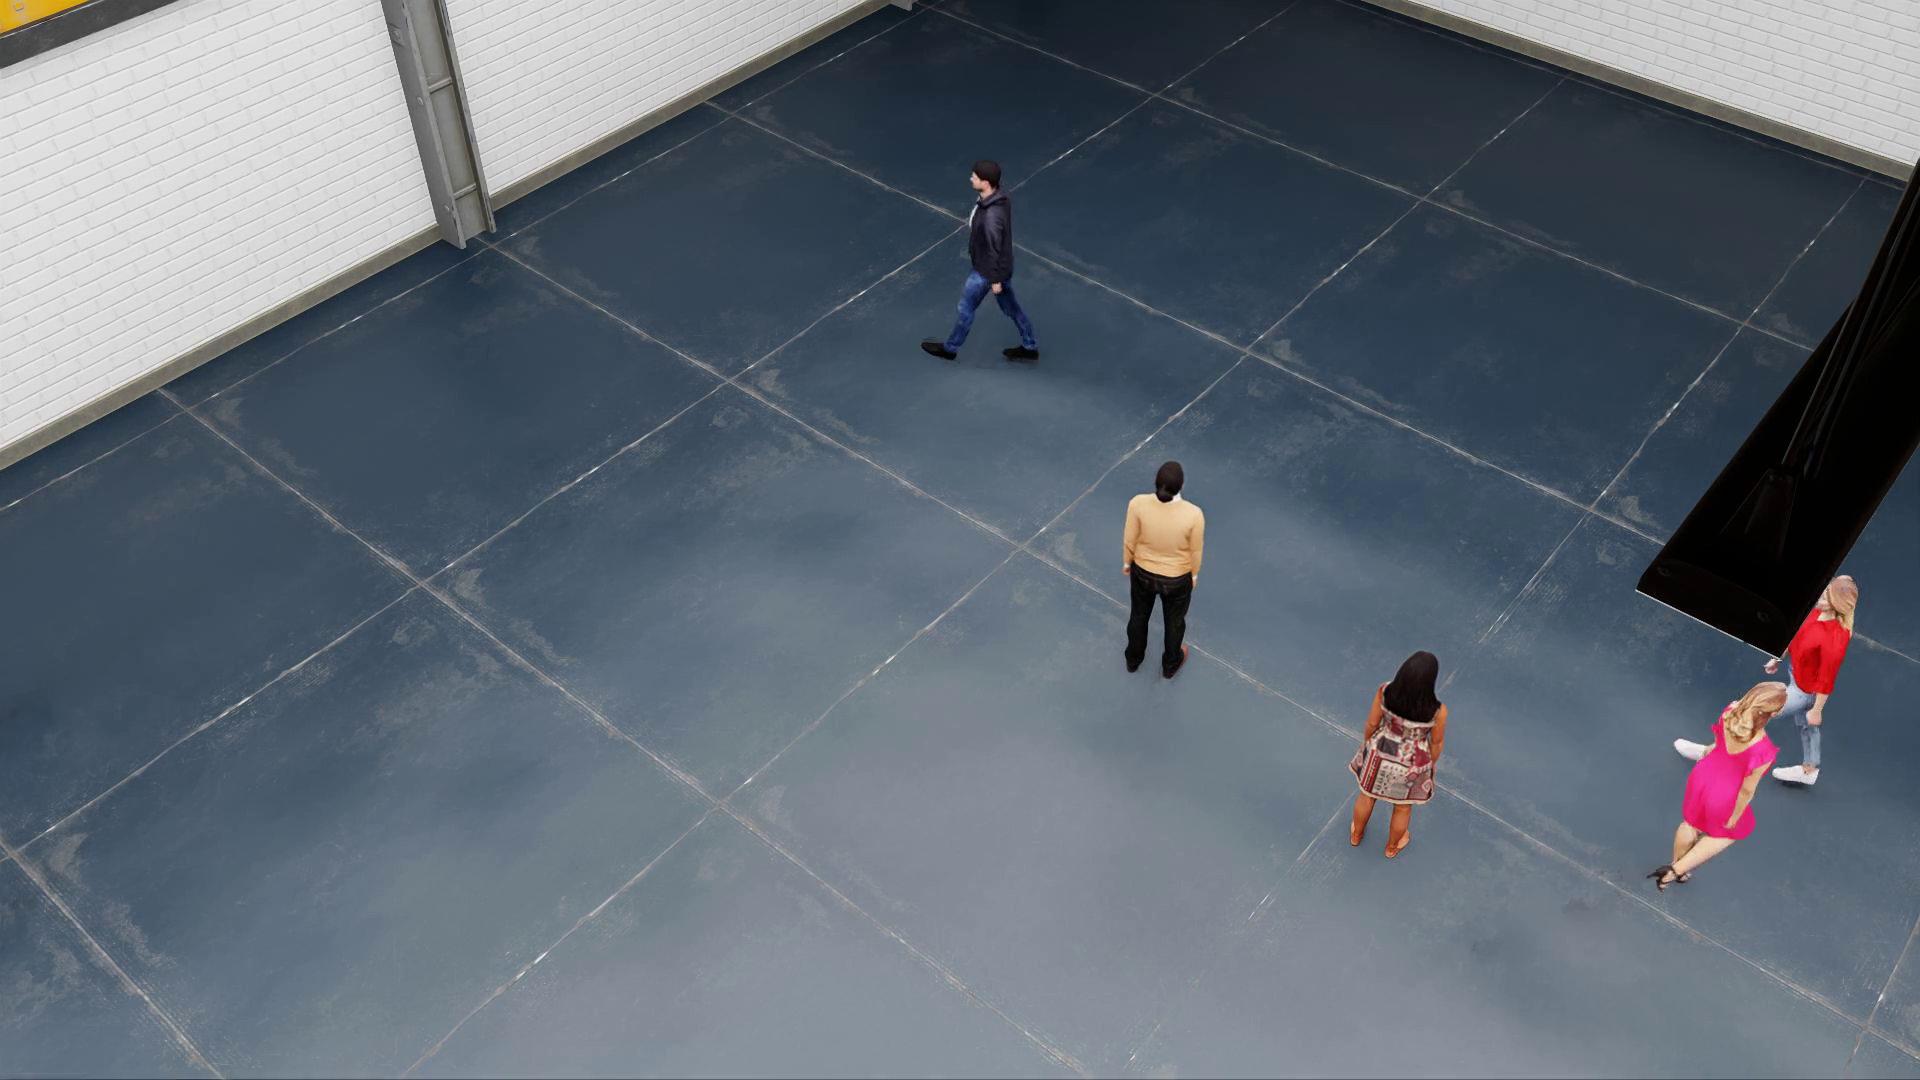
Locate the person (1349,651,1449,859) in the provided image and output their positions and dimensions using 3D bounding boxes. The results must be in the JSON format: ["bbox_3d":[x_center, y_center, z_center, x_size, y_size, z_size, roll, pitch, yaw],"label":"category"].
[{"bbox_3d":[2.504,1.228,9.519,0.697,1.645,0.611,19,47,19],"label":"person"}]

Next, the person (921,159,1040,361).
[{"bbox_3d":[0.331,-2.113,12.882,1.082,1.844,1.216,9,44,9],"label":"person"}]

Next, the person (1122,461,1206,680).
[{"bbox_3d":[1.273,0.196,10.523,0.741,1.754,0.731,12,45,13],"label":"person"}]

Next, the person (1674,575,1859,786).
[{"bbox_3d":[5.084,0.881,9.873,1.017,1.659,1.142,10,45,11],"label":"person"}]

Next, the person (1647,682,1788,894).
[{"bbox_3d":[4.159,1.412,9.275,0.827,1.715,0.742,-11,45,-12],"label":"person"}]
